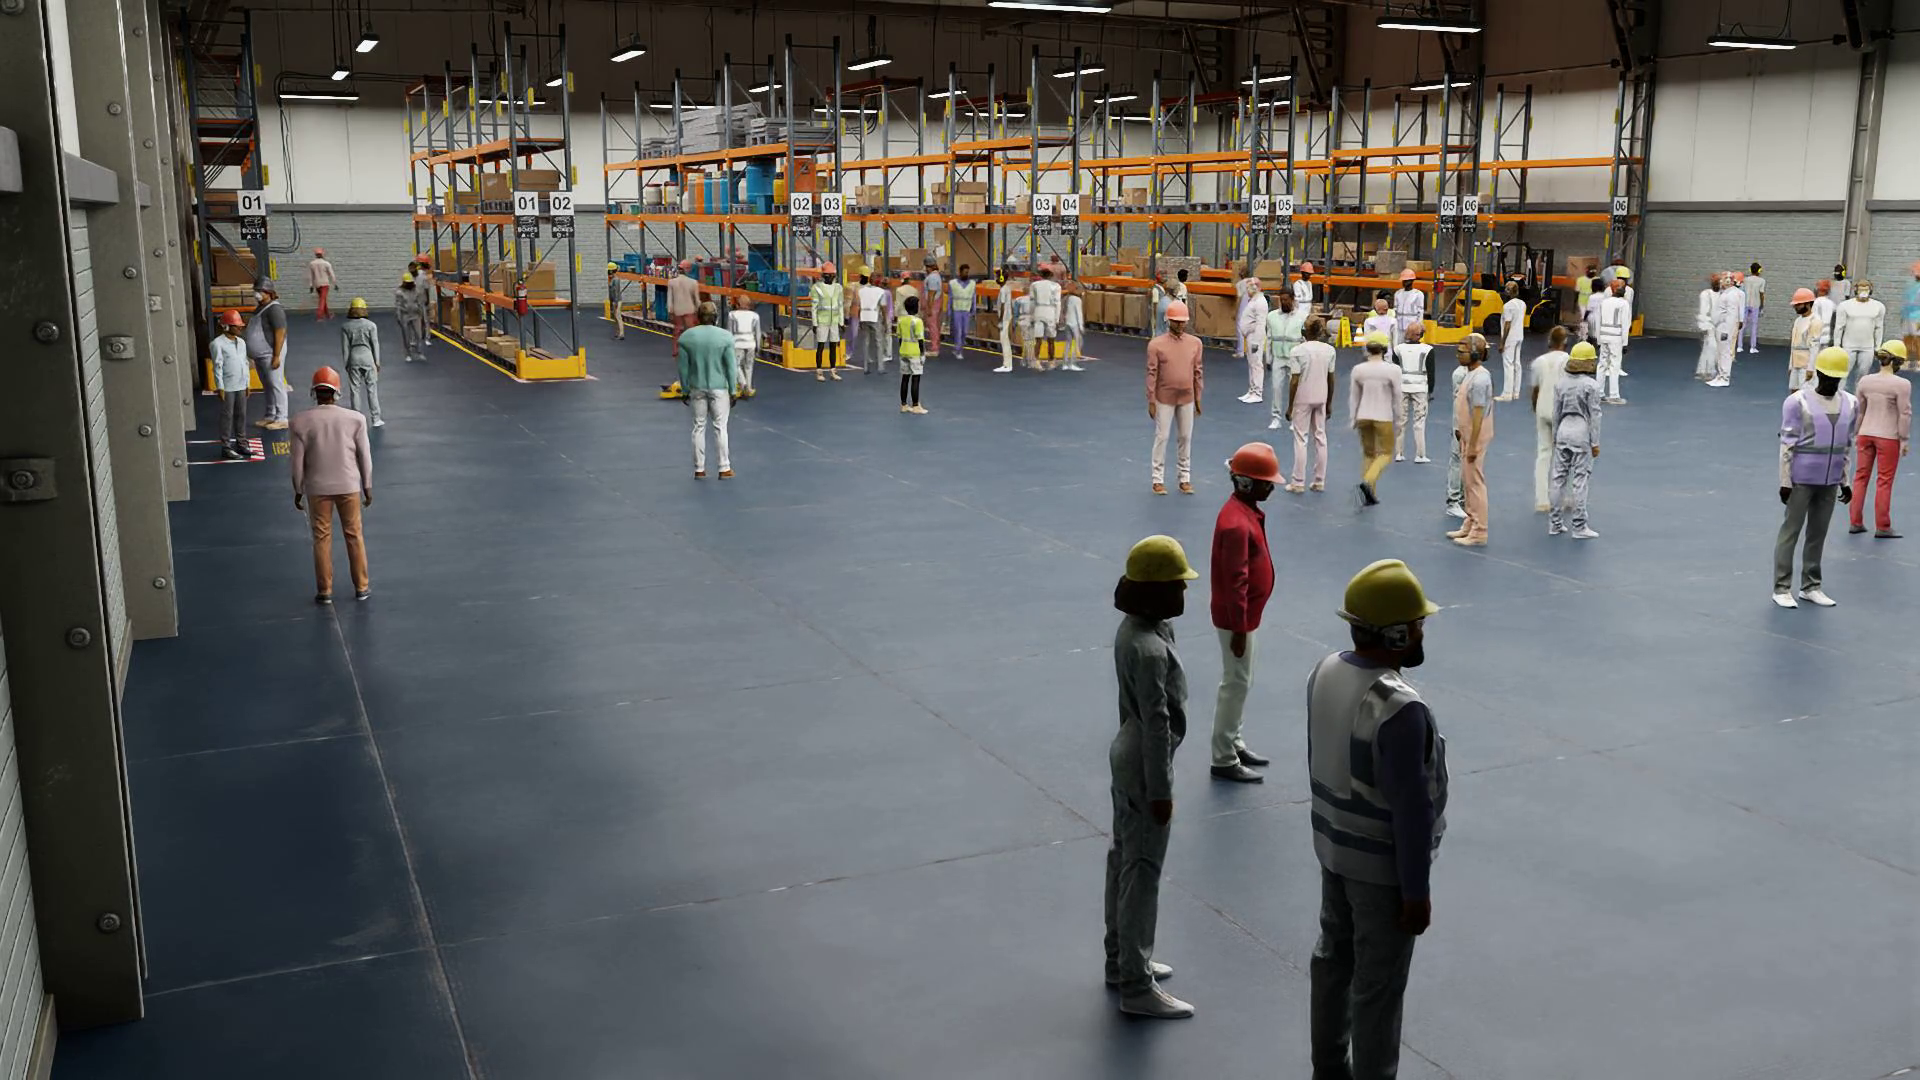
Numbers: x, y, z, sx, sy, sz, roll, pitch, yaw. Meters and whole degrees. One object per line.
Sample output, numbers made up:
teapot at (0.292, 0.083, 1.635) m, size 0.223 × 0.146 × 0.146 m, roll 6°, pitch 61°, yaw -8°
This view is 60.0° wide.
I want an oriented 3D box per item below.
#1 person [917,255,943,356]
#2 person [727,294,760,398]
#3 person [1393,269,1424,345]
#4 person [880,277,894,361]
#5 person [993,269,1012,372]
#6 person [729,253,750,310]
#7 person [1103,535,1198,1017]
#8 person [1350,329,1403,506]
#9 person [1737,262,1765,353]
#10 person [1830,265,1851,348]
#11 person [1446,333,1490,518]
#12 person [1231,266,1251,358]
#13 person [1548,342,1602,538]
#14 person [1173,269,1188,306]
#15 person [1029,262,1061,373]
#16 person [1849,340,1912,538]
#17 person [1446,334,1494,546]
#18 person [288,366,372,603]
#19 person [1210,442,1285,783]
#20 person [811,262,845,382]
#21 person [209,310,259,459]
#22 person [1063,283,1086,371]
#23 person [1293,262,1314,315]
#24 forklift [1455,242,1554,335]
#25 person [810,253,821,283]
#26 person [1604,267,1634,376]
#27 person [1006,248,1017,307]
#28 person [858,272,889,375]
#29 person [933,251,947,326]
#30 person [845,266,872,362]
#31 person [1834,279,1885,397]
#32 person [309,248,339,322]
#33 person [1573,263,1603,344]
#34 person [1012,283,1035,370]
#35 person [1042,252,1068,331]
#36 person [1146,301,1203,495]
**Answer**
person at (-0.608, -4.736, 33.598) m, size 0.536 × 2.000 × 0.683 m, roll 1°, pitch 11°, yaw 3°
person at (-3.349, -2.999, 25.812) m, size 0.532 × 1.625 × 0.461 m, roll -4°, pitch 12°, yaw -19°
person at (7.544, -3.604, 28.107) m, size 0.379 × 1.938 × 0.547 m, roll -11°, pitch 15°, yaw -43°
person at (-1.446, -4.316, 32.487) m, size 0.307 × 1.641 × 0.514 m, roll -1°, pitch 11°, yaw -6°
person at (0.789, -3.990, 30.286) m, size 0.328 × 1.861 × 0.501 m, roll 2°, pitch 11°, yaw 9°
person at (-5.390, -6.081, 40.780) m, size 0.654 × 1.904 × 0.407 m, roll -9°, pitch 14°, yaw -39°
person at (0.693, 0.840, 6.021) m, size 0.294 × 1.744 × 0.484 m, roll -1°, pitch 11°, yaw -5°
person at (4.036, -1.177, 16.245) m, size 0.538 × 1.749 × 0.516 m, roll 9°, pitch 14°, yaw 39°
person at (16.384, -4.806, 34.438) m, size 0.328 × 1.861 × 0.506 m, roll -10°, pitch 15°, yaw -41°
person at (17.448, -4.538, 33.066) m, size 0.328 × 1.861 × 0.510 m, roll -2°, pitch 11°, yaw -12°
person at (4.864, -1.095, 15.849) m, size 0.487 × 1.746 × 0.288 m, roll -10°, pitch 15°, yaw -40°
person at (5.650, -4.515, 33.027) m, size 0.550 × 1.835 × 0.319 m, roll -9°, pitch 14°, yaw -38°
person at (5.498, -0.892, 14.824) m, size 0.294 × 1.744 × 0.484 m, roll -7°, pitch 13°, yaw -33°
person at (4.702, -4.927, 35.476) m, size 0.323 × 1.686 × 0.538 m, roll -2°, pitch 11°, yaw -10°
person at (1.520, -4.013, 30.083) m, size 0.610 × 2.010 × 0.939 m, roll 4°, pitch 12°, yaw 17°
person at (8.218, -0.900, 14.825) m, size 0.335 × 1.760 × 0.523 m, roll -5°, pitch 12°, yaw -23°
person at (4.447, -0.865, 14.465) m, size 0.345 × 1.837 × 0.502 m, roll 1°, pitch 11°, yaw 7°
person at (-4.659, -0.410, 12.347) m, size 0.569 × 1.749 × 0.342 m, roll -5°, pitch 12°, yaw -22°
person at (1.448, 0.364, 8.451) m, size 0.348 × 1.740 × 0.574 m, roll 3°, pitch 11°, yaw 13°
person at (-2.250, -3.734, 28.495) m, size 0.605 × 2.045 × 0.379 m, roll -6°, pitch 13°, yaw -28°
person at (-8.546, -1.830, 19.591) m, size 0.349 × 1.744 × 0.564 m, roll 3°, pitch 12°, yaw 15°
person at (2.111, -3.895, 30.419) m, size 0.434 × 1.606 × 0.590 m, roll -3°, pitch 12°, yaw -16°
person at (6.605, -4.352, 31.922) m, size 0.377 × 1.932 × 0.548 m, roll 9°, pitch 15°, yaw 40°
forklift at (13.047, -6.049, 39.881) m, size 2.313 × 2.155 × 1.214 m, roll -5°, pitch 12°, yaw -23°
person at (-4.498, -8.158, 51.754) m, size 0.349 × 1.743 × 0.563 m, roll 2°, pitch 11°, yaw 10°
person at (11.666, -3.865, 29.461) m, size 0.588 × 1.927 × 0.370 m, roll -4°, pitch 12°, yaw -19°
person at (1.437, -7.493, 48.097) m, size 0.396 × 1.859 × 0.843 m, roll 2°, pitch 11°, yaw 10°
person at (-1.561, -3.867, 29.720) m, size 0.579 × 1.835 × 0.456 m, roll 5°, pitch 12°, yaw 26°
person at (-0.539, -6.466, 42.386) m, size 0.377 × 2.044 × 0.607 m, roll -1°, pitch 11°, yaw -7°
person at (-1.951, -4.384, 32.279) m, size 0.618 × 1.884 × 0.763 m, roll -5°, pitch 12°, yaw -24°
person at (12.795, -2.740, 23.714) m, size 0.636 × 1.938 × 0.355 m, roll 3°, pitch 11°, yaw 14°
person at (-16.977, -6.788, 44.336) m, size 0.675 × 1.931 × 1.053 m, roll 2°, pitch 11°, yaw 11°
person at (13.527, -5.074, 35.927) m, size 0.579 × 1.814 × 0.855 m, roll 0°, pitch 11°, yaw -1°
person at (1.248, -3.953, 30.768) m, size 0.536 × 1.590 × 0.860 m, roll -3°, pitch 12°, yaw -16°
person at (2.336, -6.067, 40.690) m, size 0.651 × 1.913 × 0.410 m, roll 4°, pitch 12°, yaw 21°
person at (2.203, -1.446, 17.037) m, size 0.607 × 1.986 × 0.399 m, roll -3°, pitch 12°, yaw -15°
